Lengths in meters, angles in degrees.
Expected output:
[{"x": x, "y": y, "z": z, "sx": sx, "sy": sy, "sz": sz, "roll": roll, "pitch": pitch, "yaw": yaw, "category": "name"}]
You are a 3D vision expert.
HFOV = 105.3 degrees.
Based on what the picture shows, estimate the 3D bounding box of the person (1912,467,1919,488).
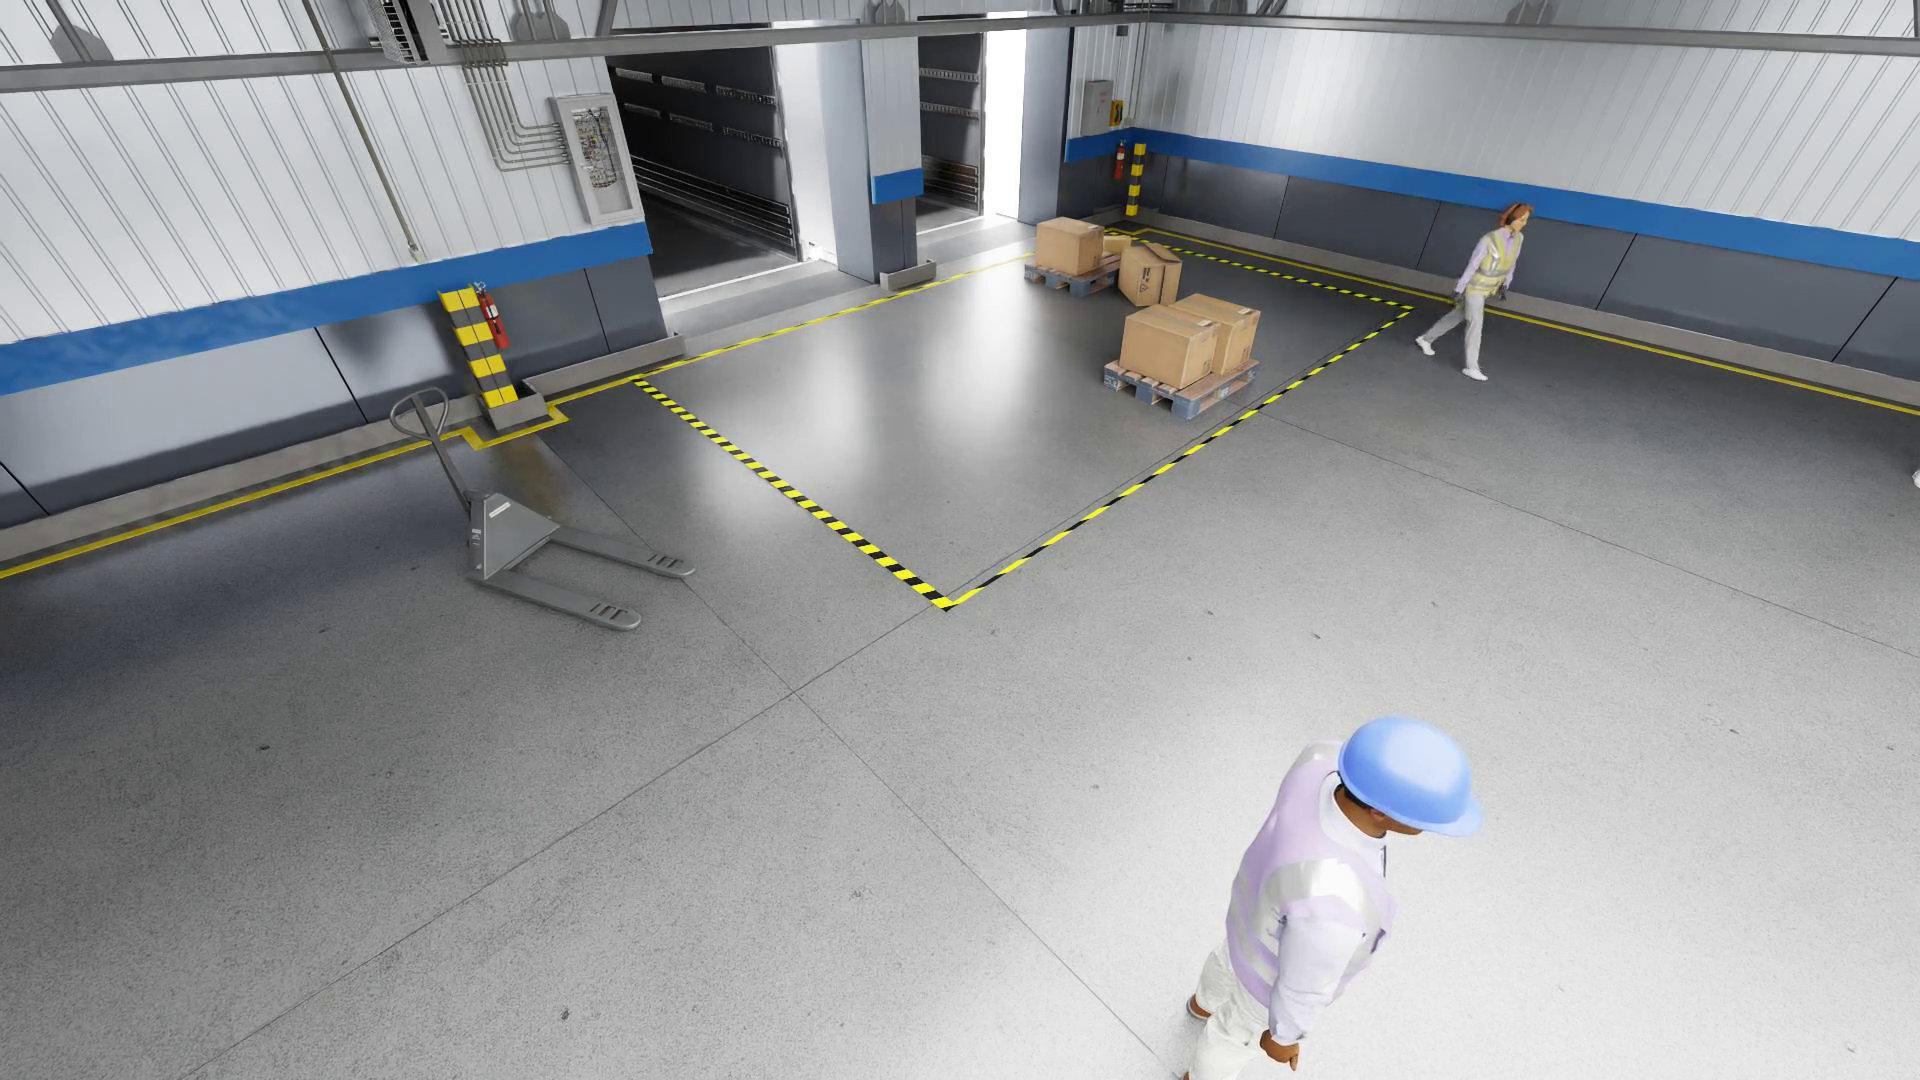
[{"x": 7.814, "y": -1.108, "z": 5.294, "sx": 0.486, "sy": 1.744, "sz": 0.294, "roll": 14, "pitch": 40, "yaw": 17, "category": "person"}]

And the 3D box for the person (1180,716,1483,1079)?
[{"x": 0.974, "y": 1.179, "z": 2.168, "sx": 0.389, "sy": 1.946, "sz": 0.614, "roll": 14, "pitch": 40, "yaw": 17, "category": "person"}]

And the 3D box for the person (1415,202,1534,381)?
[{"x": 5.080, "y": -2.446, "z": 7.146, "sx": 0.524, "sy": 1.583, "sz": 0.910, "roll": -15, "pitch": 40, "yaw": -19, "category": "person"}]

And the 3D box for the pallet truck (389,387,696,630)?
[{"x": -2.613, "y": -0.247, "z": 4.593, "sx": 1.601, "sy": 1.201, "sz": 0.680, "roll": 14, "pitch": 40, "yaw": 17, "category": "pallet truck"}]
